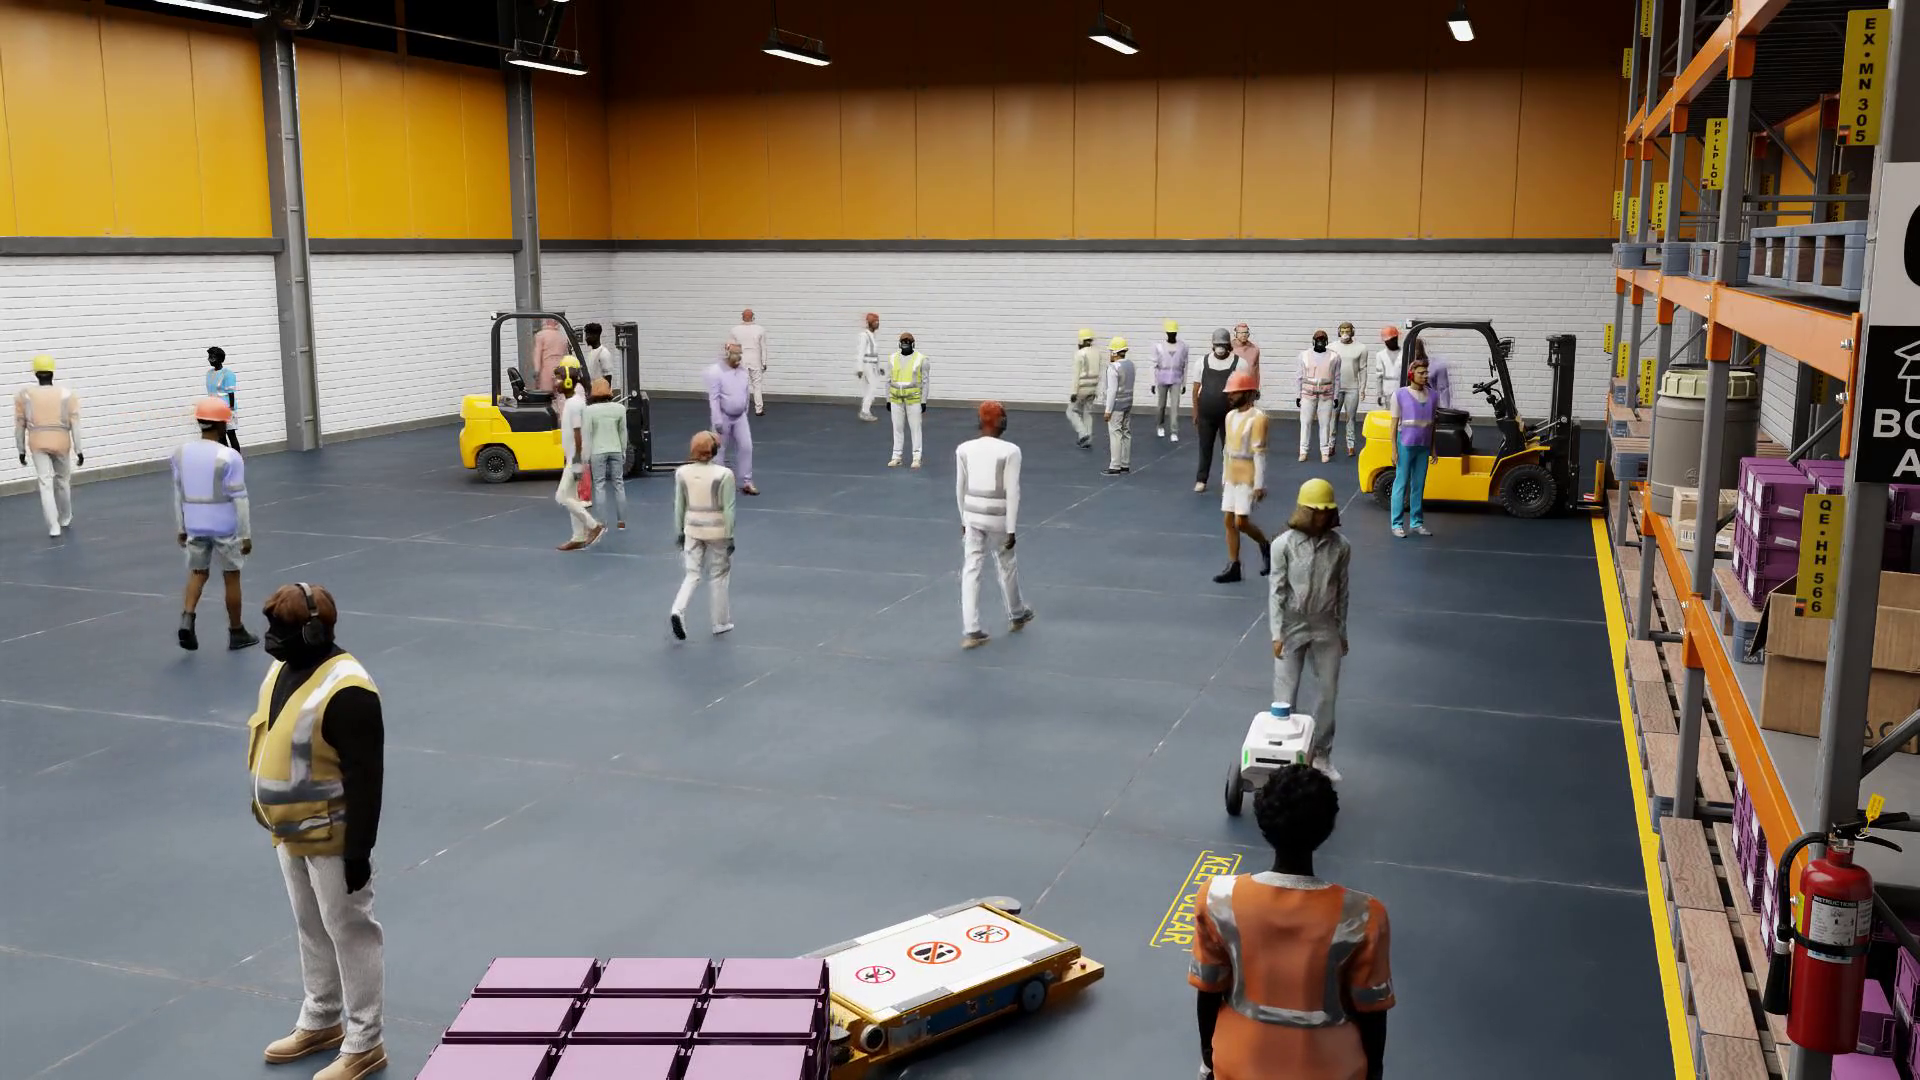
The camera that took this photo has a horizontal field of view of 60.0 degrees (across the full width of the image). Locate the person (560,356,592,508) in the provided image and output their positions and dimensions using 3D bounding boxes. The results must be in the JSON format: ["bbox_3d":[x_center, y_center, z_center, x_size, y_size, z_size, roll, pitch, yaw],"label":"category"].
[{"bbox_3d":[-4.447,-1.239,19.171,0.327,1.769,0.525,-5,11,-26],"label":"person"}]

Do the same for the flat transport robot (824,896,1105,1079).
[{"bbox_3d":[-0.160,1.745,6.573,1.431,0.197,0.652,-8,13,-40],"label":"flat transport robot"}]

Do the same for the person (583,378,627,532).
[{"bbox_3d":[-3.765,-0.901,17.639,0.498,1.633,0.282,-6,12,-32],"label":"person"}]

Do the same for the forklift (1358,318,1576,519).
[{"bbox_3d":[5.787,-1.437,19.079,2.313,2.155,1.214,3,11,19],"label":"forklift"}]

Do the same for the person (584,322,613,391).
[{"bbox_3d":[-5.039,-2.050,23.178,0.364,1.962,0.612,-7,12,-33],"label":"person"}]

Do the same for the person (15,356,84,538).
[{"bbox_3d":[-9.562,-0.994,17.474,0.609,1.870,0.974,-5,11,-27],"label":"person"}]

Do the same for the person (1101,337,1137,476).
[{"bbox_3d":[2.074,-1.757,21.903,0.404,1.833,0.588,7,12,34],"label":"person"}]

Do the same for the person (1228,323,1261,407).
[{"bbox_3d":[4.078,-2.198,24.173,0.654,1.906,0.408,-3,10,-16],"label":"person"}]

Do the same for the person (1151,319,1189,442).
[{"bbox_3d":[3.275,-2.511,26.005,0.589,1.895,0.939,0,10,2],"label":"person"}]

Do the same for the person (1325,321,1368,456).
[{"bbox_3d":[5.532,-2.173,23.944,0.636,1.938,0.358,2,10,14],"label":"person"}]

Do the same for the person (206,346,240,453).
[{"bbox_3d":[-9.847,-1.738,22.193,0.535,1.691,0.319,6,12,30],"label":"person"}]

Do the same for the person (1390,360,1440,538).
[{"bbox_3d":[4.718,-0.953,17.325,0.565,1.849,0.388,-4,11,-22],"label":"person"}]

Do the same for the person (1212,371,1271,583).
[{"bbox_3d":[2.569,-0.562,14.929,0.553,1.918,0.558,-5,11,-26],"label":"person"}]

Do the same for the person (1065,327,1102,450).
[{"bbox_3d":[1.827,-2.225,24.575,0.437,1.817,0.627,9,13,41],"label":"person"}]

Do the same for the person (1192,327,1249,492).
[{"bbox_3d":[3.167,-1.585,20.344,0.688,2.000,0.536,3,10,15],"label":"person"}]

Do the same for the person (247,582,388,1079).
[{"bbox_3d":[-2.323,1.058,6.022,0.623,1.845,0.430,9,14,43],"label":"person"}]

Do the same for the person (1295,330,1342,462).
[{"bbox_3d":[5.005,-2.007,23.279,0.626,1.847,0.429,2,10,10],"label":"person"}]

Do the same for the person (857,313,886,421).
[{"bbox_3d":[-1.537,-2.961,28.591,0.470,1.865,0.614,3,10,15],"label":"person"}]

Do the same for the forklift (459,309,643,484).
[{"bbox_3d":[-5.354,-1.902,21.697,2.313,2.155,1.214,-2,10,-13],"label":"forklift"}]

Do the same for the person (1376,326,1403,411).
[{"bbox_3d":[6.148,-2.067,23.501,0.601,1.888,0.671,6,12,29],"label":"person"}]

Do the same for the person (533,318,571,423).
[{"bbox_3d":[-6.873,-2.806,27.742,0.407,1.866,0.798,9,14,43],"label":"person"}]

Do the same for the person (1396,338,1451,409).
[{"bbox_3d":[5.857,-1.590,20.817,0.828,1.889,0.366,4,11,21],"label":"person"}]

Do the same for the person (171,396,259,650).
[{"bbox_3d":[-5.539,-0.100,12.306,0.598,1.922,0.624,1,10,8],"label":"person"}]

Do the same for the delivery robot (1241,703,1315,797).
[{"bbox_3d":[1.729,1.125,9.006,0.477,0.478,0.707,3,11,16],"label":"delivery robot"}]

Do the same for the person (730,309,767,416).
[{"bbox_3d":[-3.737,-3.144,29.504,0.642,1.909,0.408,0,10,-2],"label":"person"}]

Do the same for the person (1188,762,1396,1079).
[{"bbox_3d":[0.870,1.417,4.406,0.535,1.698,0.318,3,11,19],"label":"person"}]

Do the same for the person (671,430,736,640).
[{"bbox_3d":[-1.980,-0.030,12.785,0.522,1.621,0.672,3,11,19],"label":"person"}]

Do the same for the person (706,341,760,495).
[{"bbox_3d":[-2.728,-1.456,20.074,0.663,1.878,0.744,-9,14,-42],"label":"person"}]

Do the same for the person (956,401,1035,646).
[{"bbox_3d":[0.258,-0.147,12.811,0.591,1.832,1.001,5,11,27],"label":"person"}]

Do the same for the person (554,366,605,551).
[{"bbox_3d":[-3.835,-0.793,16.421,0.414,1.853,0.546,-3,11,-18],"label":"person"}]

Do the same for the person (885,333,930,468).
[{"bbox_3d":[-0.732,-1.906,22.711,0.625,1.847,0.429,3,11,18],"label":"person"}]

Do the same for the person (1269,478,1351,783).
[{"bbox_3d":[1.970,0.512,9.381,0.496,1.743,0.316,-2,10,-11],"label":"person"}]
